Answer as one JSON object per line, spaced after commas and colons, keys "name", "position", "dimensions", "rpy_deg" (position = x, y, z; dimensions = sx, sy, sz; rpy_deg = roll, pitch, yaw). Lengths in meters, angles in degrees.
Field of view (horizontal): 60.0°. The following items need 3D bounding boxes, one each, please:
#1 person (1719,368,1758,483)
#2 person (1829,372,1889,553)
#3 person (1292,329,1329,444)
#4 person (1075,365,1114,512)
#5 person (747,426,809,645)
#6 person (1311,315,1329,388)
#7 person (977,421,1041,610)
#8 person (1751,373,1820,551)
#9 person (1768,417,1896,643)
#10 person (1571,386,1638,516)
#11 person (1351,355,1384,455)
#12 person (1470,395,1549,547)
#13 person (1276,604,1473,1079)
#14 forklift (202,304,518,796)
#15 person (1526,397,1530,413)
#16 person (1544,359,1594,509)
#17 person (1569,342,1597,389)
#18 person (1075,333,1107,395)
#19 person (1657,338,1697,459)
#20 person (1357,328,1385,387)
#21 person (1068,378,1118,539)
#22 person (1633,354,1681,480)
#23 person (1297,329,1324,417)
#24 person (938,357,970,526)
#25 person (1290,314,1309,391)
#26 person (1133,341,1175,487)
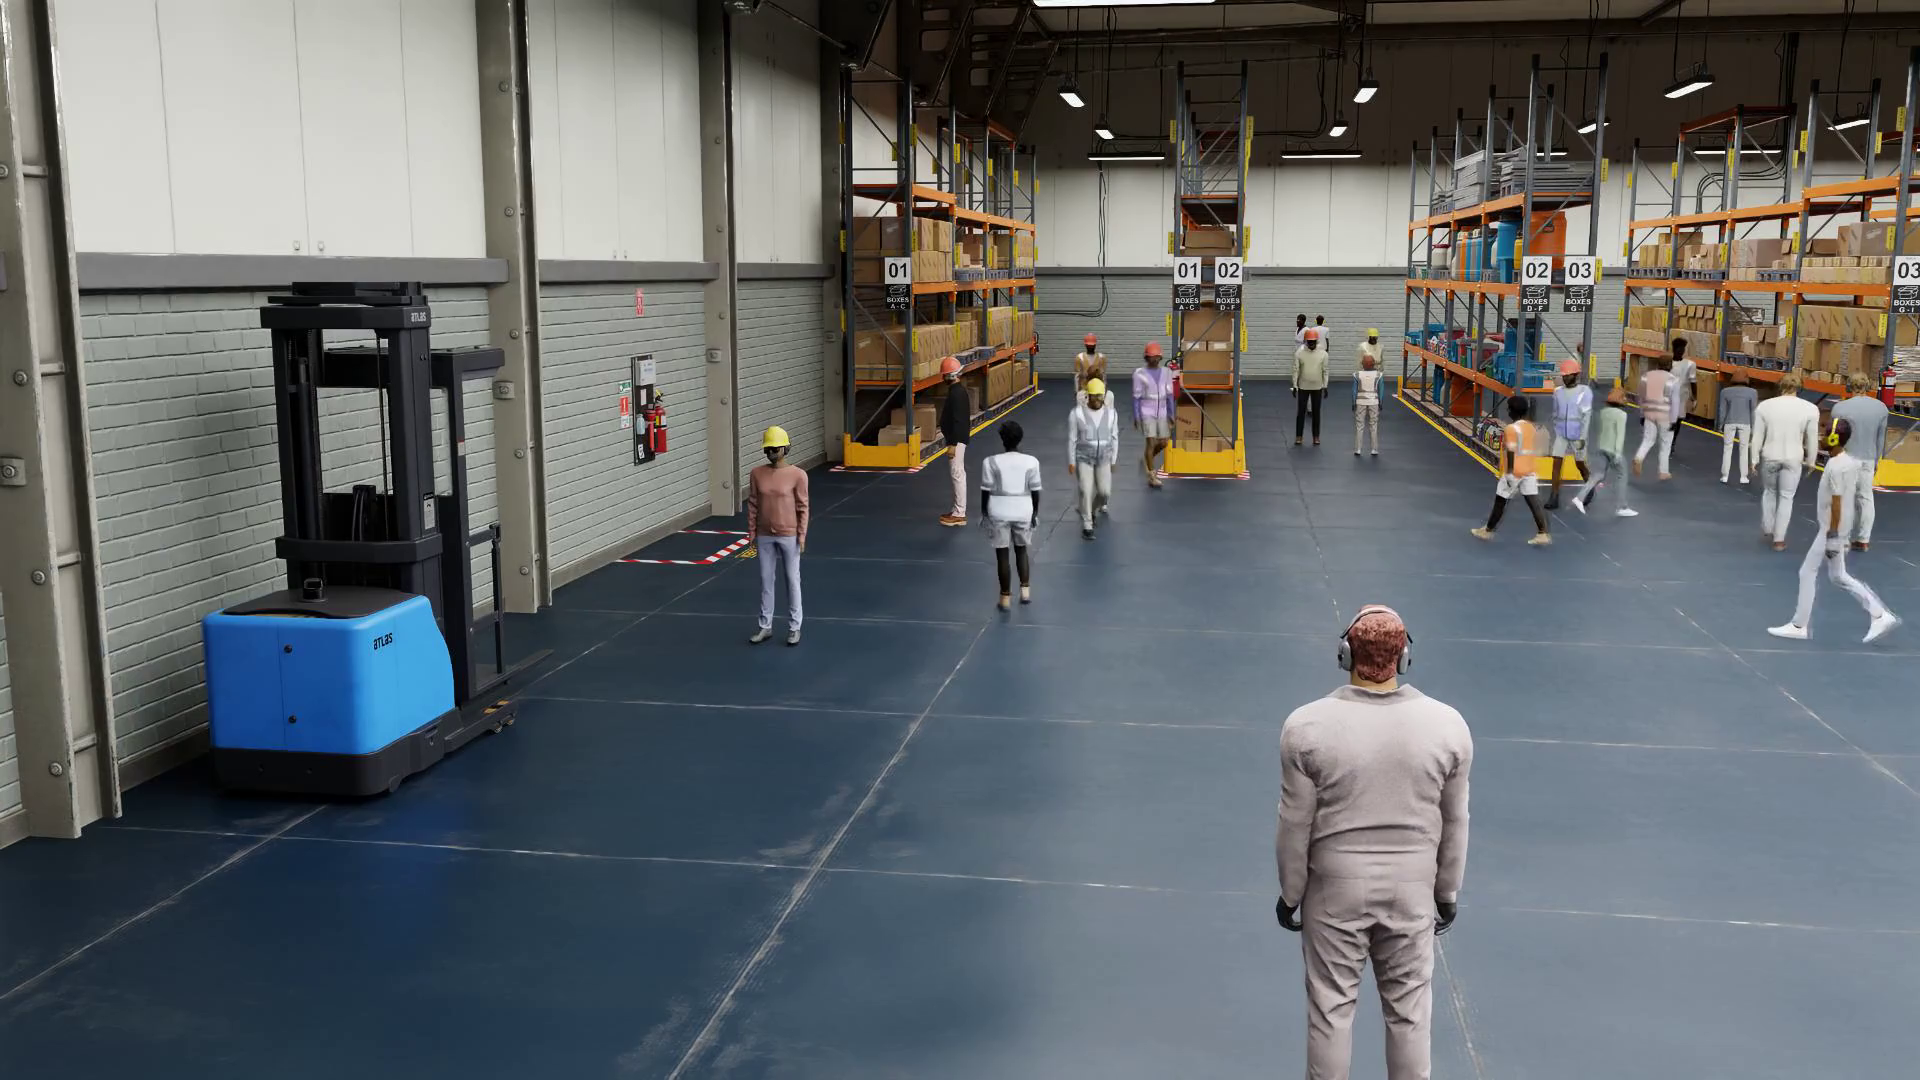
{"name": "person", "position": [11.044, -1.623, 23.628], "dimensions": [0.497, 1.633, 0.286], "rpy_deg": [5, 10, 28]}
{"name": "person", "position": [9.577, -0.831, 17.818], "dimensions": [0.628, 1.937, 0.378], "rpy_deg": [-1, 9, -7]}
{"name": "person", "position": [6.097, -2.666, 28.953], "dimensions": [0.632, 1.991, 0.395], "rpy_deg": [1, 9, 7]}
{"name": "person", "position": [1.678, -1.266, 20.805], "dimensions": [0.507, 1.842, 0.332], "rpy_deg": [-3, 10, -19]}
{"name": "person", "position": [-1.476, -0.038, 13.444], "dimensions": [0.522, 1.769, 0.310], "rpy_deg": [3, 10, 16]}
{"name": "person", "position": [9.269, -4.870, 42.930], "dimensions": [0.513, 1.872, 0.328], "rpy_deg": [1, 9, 3]}
{"name": "person", "position": [0.432, -0.218, 14.802], "dimensions": [0.562, 1.690, 0.349], "rpy_deg": [-2, 9, -13]}
{"name": "person", "position": [8.981, -0.864, 18.112], "dimensions": [0.636, 1.905, 0.819], "rpy_deg": [6, 11, 34]}
{"name": "person", "position": [7.147, -0.080, 13.501], "dimensions": [0.865, 1.842, 0.526], "rpy_deg": [7, 12, 37]}
{"name": "person", "position": [7.961, -1.092, 20.479], "dimensions": [0.773, 1.608, 0.506], "rpy_deg": [-2, 9, -12]}
{"name": "person", "position": [6.657, -2.204, 27.182], "dimensions": [0.514, 1.645, 0.307], "rpy_deg": [2, 9, 12]}
{"name": "person", "position": [6.108, -0.763, 18.264], "dimensions": [0.549, 1.643, 0.898], "rpy_deg": [-8, 12, -39]}
{"name": "person", "position": [1.374, 1.161, 5.618], "dimensions": [0.643, 1.909, 0.410], "rpy_deg": [0, 9, 0]}
{"name": "forklift", "position": [-3.673, -0.038, 10.147], "dimensions": [1.129, 2.768, 1.873], "rpy_deg": [1, 9, 9]}
{"name": "person", "position": [12.057, -3.721, 35.449], "dimensions": [0.621, 1.997, 0.372], "rpy_deg": [2, 9, 9]}
{"name": "person", "position": [7.834, -1.367, 21.248], "dimensions": [0.543, 1.906, 0.908], "rpy_deg": [9, 13, 44]}
{"name": "person", "position": [12.395, -3.149, 33.167], "dimensions": [0.575, 1.588, 0.890], "rpy_deg": [3, 10, 16]}
{"name": "person", "position": [2.292, -2.652, 29.093], "dimensions": [0.547, 1.925, 0.395], "rpy_deg": [-1, 9, -3]}
{"name": "person", "position": [11.629, -2.308, 27.041], "dimensions": [0.619, 1.947, 0.877], "rpy_deg": [2, 9, 9]}
{"name": "person", "position": [8.669, -3.561, 35.029], "dimensions": [0.594, 1.818, 0.415], "rpy_deg": [-2, 9, -13]}
{"name": "person", "position": [1.496, -0.930, 18.811], "dimensions": [0.597, 1.819, 0.501], "rpy_deg": [-2, 9, -11]}
{"name": "person", "position": [10.051, -1.772, 23.964], "dimensions": [0.673, 1.827, 0.633], "rpy_deg": [-8, 12, -39]}
{"name": "person", "position": [7.269, -3.473, 34.498], "dimensions": [0.602, 1.809, 0.514], "rpy_deg": [-1, 9, -7]}
{"name": "person", "position": [-0.072, -1.174, 19.772], "dimensions": [0.390, 1.986, 0.609], "rpy_deg": [0, 9, 2]}
{"name": "person", "position": [8.581, -4.701, 41.740], "dimensions": [0.392, 1.918, 0.588], "rpy_deg": [-2, 9, -14]}
{"name": "person", "position": [2.701, -1.783, 23.392], "dimensions": [0.629, 2.028, 0.687], "rpy_deg": [-4, 10, -21]}
